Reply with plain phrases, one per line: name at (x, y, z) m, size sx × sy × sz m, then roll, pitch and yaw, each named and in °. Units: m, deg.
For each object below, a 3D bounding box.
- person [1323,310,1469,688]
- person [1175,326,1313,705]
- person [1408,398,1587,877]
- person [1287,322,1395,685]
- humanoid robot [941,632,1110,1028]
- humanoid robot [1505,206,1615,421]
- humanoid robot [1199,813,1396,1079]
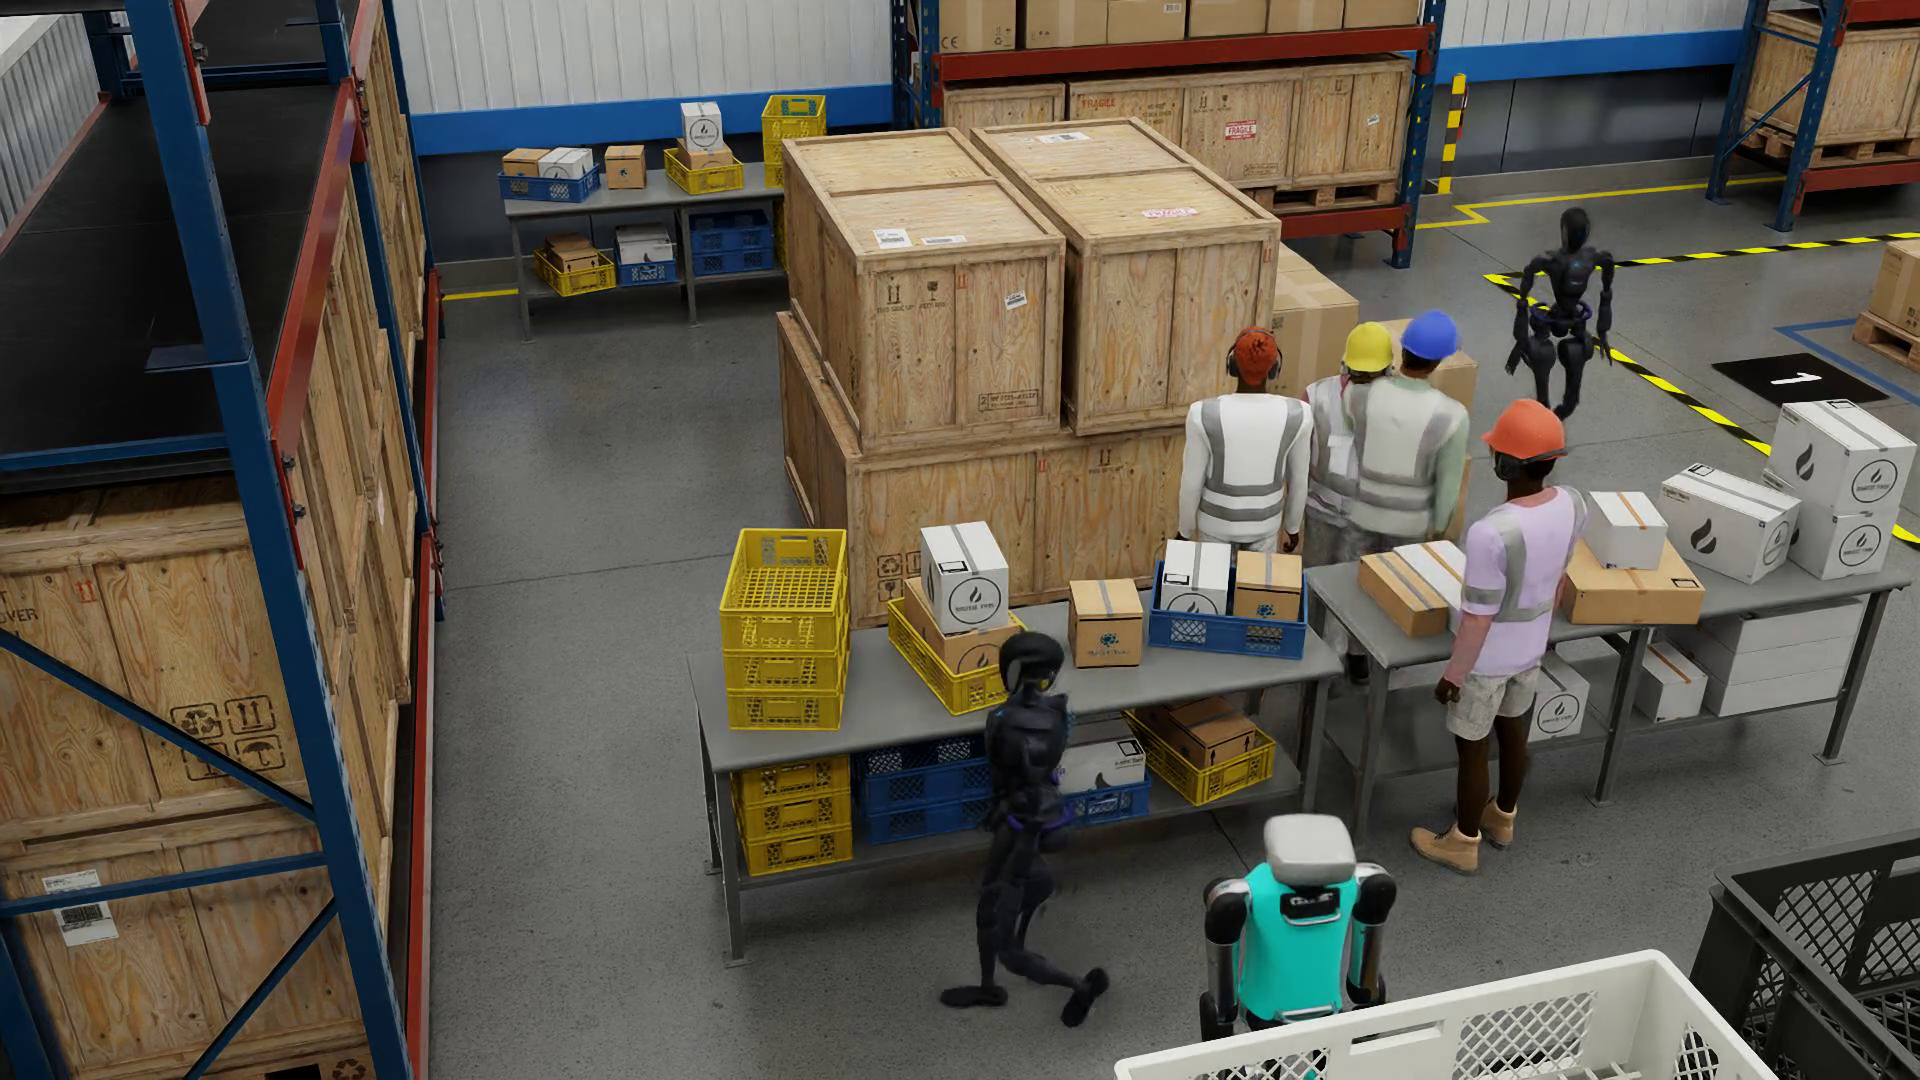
person at (1.986, -0.152, 7.669) m, size 0.606 × 1.949 × 0.397 m, roll 15°, pitch 32°, yaw 25°
person at (1.273, -0.077, 7.581) m, size 0.585 × 1.882 × 0.344 m, roll -1°, pitch 29°, yaw -2°
person at (2.097, 0.402, 6.551) m, size 0.613 × 2.040 × 0.391 m, roll -20°, pitch 35°, yaw -32°
person at (1.823, -0.158, 7.782) m, size 0.598 × 1.831 × 0.404 m, roll 4°, pitch 29°, yaw 7°
humanoid robot at (0.234, 1.019, 5.816) m, size 0.598 × 1.632 × 0.589 m, roll -4°, pitch 29°, yaw -7°
humanoid robot at (3.581, -1.234, 9.940) m, size 0.623 × 1.650 × 0.569 m, roll 3°, pitch 29°, yaw 5°
humanoid robot at (0.966, 1.604, 4.581) m, size 0.534 × 1.691 × 0.740 m, roll -5°, pitch 29°, yaw -9°
